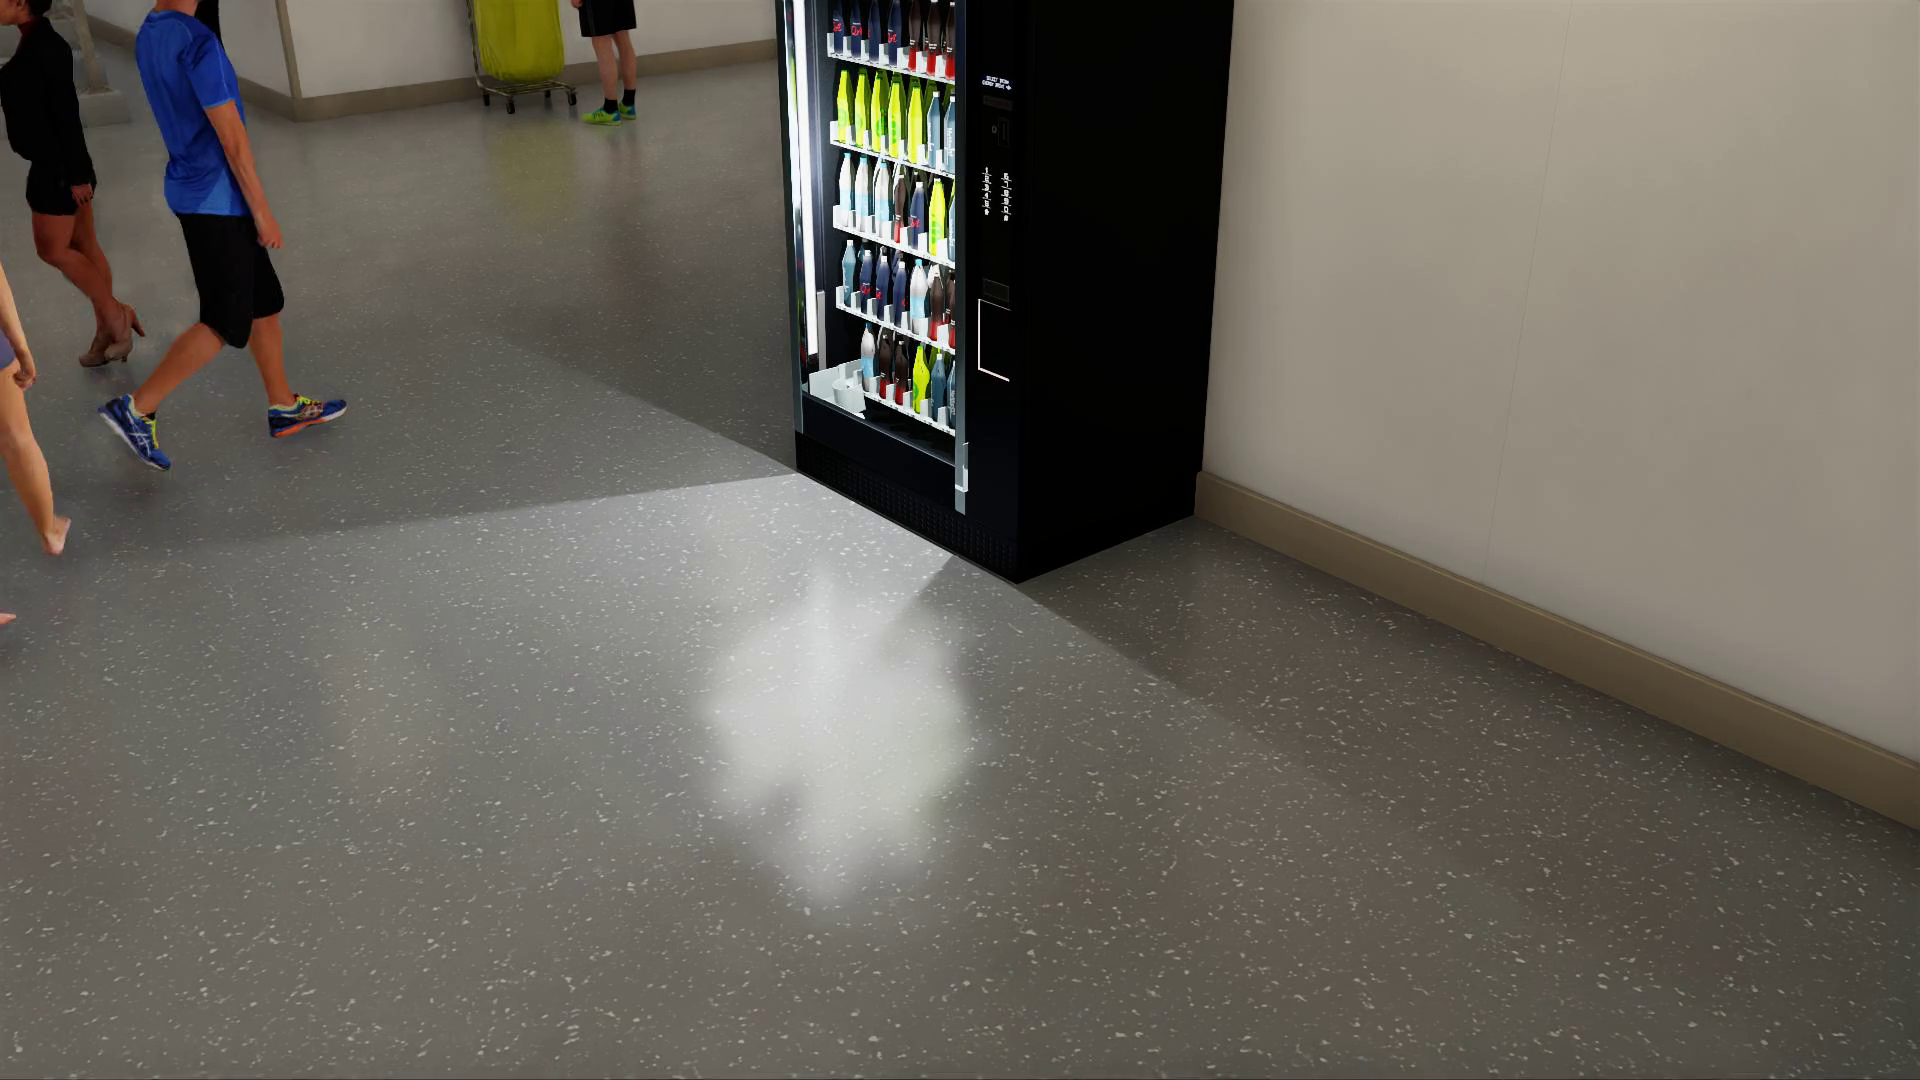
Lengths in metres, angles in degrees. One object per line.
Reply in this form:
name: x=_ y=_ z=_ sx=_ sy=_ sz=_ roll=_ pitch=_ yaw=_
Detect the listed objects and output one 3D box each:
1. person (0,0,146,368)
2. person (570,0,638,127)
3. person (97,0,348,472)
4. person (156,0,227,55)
person: x=-3.565 y=-1.486 z=6.762 sx=0.698 sy=1.633 sz=0.578 roll=-15 pitch=30 yaw=-28
person: x=-2.408 y=-3.782 z=11.226 sx=0.713 sy=1.892 sz=0.757 roll=14 pitch=29 yaw=26
person: x=-2.677 y=-1.133 z=5.790 sx=0.689 sy=1.842 sz=1.064 roll=-22 pitch=33 yaw=-38
person: x=-5.271 y=-3.780 z=11.405 sx=0.636 sy=1.731 sz=0.897 roll=-18 pitch=31 yaw=-33
